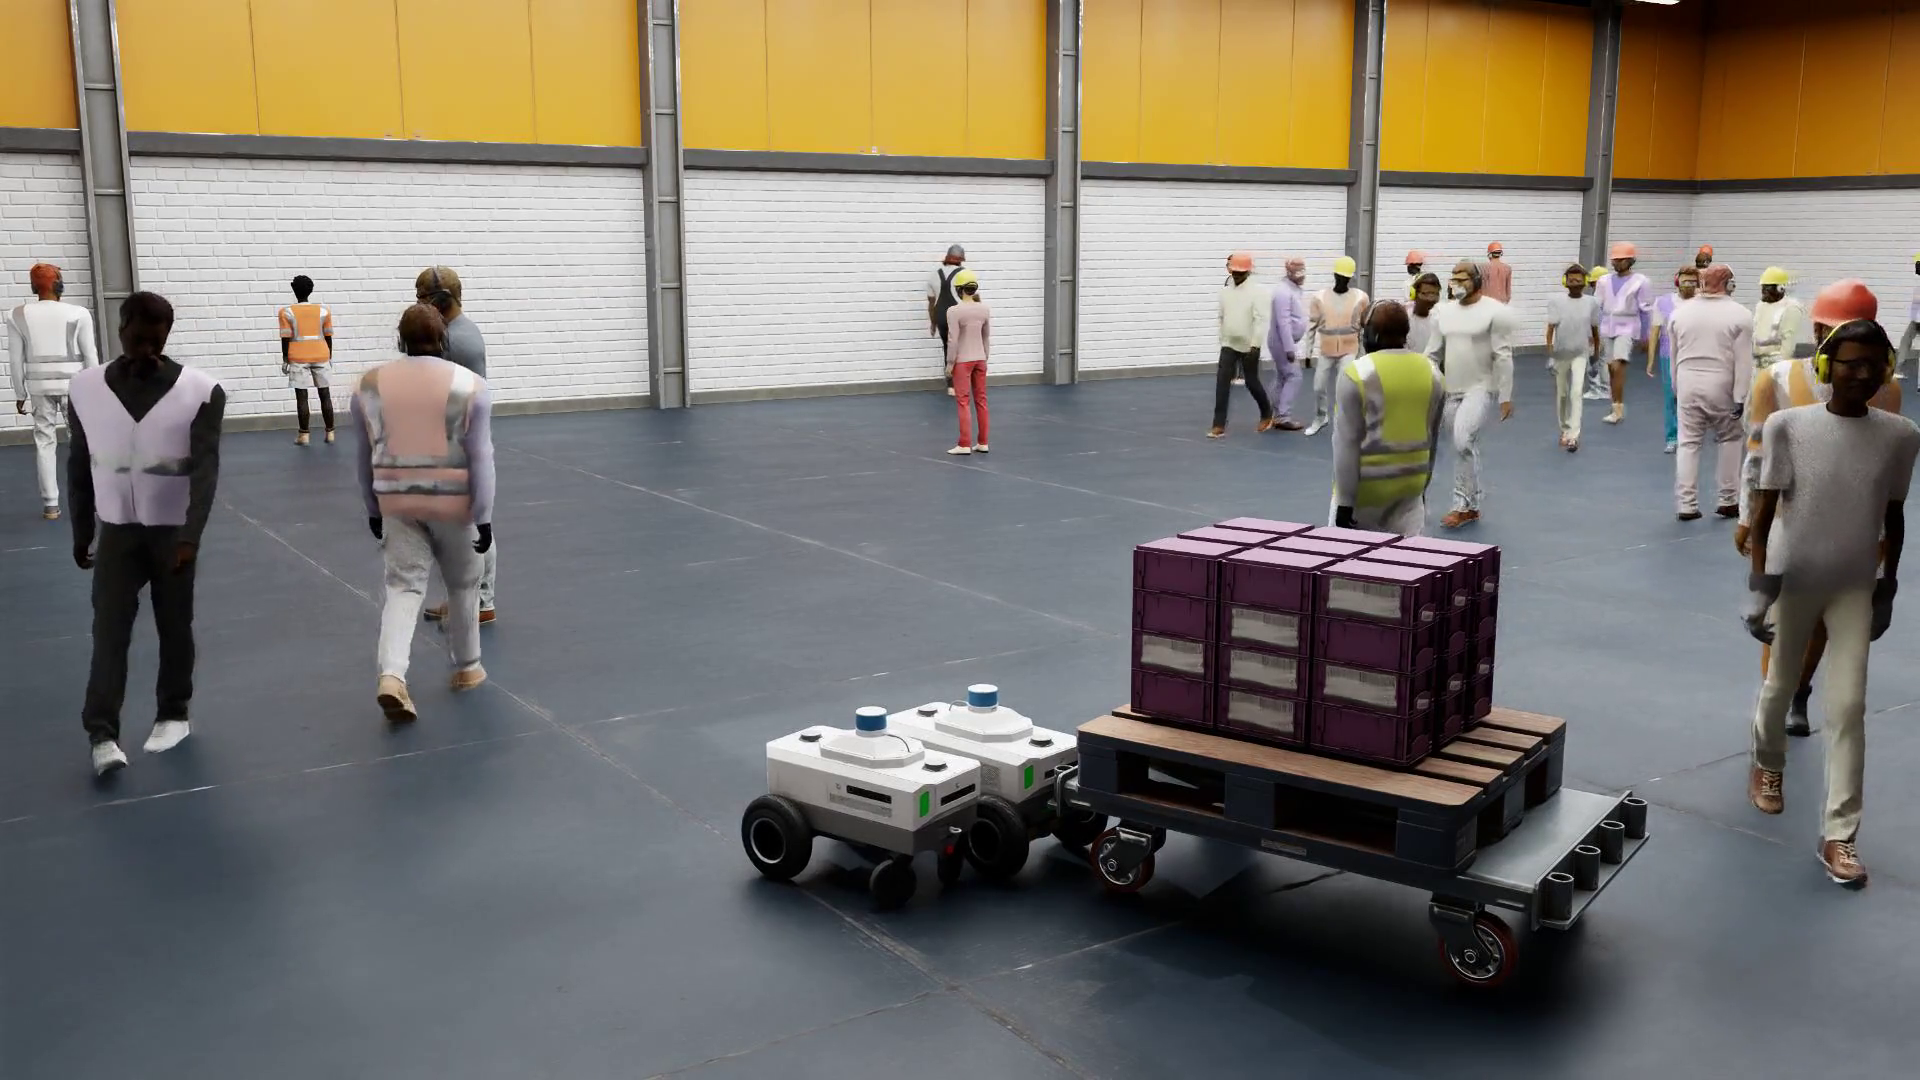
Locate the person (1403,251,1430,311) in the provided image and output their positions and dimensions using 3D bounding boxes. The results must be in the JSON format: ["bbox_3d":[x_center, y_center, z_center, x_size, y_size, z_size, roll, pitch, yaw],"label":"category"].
[{"bbox_3d":[6.205,-2.961,22.547,0.545,1.895,1.005,-5,12,-27],"label":"person"}]

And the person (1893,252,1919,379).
[{"bbox_3d":[14.030,-3.260,24.163,0.939,1.888,0.596,5,12,26],"label":"person"}]

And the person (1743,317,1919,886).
[{"bbox_3d":[2.938,0.150,5.674,0.517,1.826,0.985,4,11,19],"label":"person"}]

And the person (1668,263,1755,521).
[{"bbox_3d":[5.569,-1.091,12.292,0.642,1.881,0.761,10,14,43],"label":"person"}]

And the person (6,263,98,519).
[{"bbox_3d":[-6.687,-1.096,12.318,0.576,1.881,0.352,-4,11,-19],"label":"person"}]

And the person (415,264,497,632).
[{"bbox_3d":[-2.676,-0.484,8.826,0.371,1.933,0.627,-5,12,-27],"label":"person"}]

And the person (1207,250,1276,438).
[{"bbox_3d":[2.970,-2.051,17.398,0.601,1.954,0.914,8,13,38],"label":"person"}]

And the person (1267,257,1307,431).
[{"bbox_3d":[3.525,-2.090,17.826,0.486,1.868,0.650,4,11,19],"label":"person"}]

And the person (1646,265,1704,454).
[{"bbox_3d":[6.806,-1.680,15.728,0.572,1.809,0.842,6,12,31],"label":"person"}]

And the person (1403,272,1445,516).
[{"bbox_3d":[3.409,-1.121,12.625,0.513,1.828,0.753,0,10,2],"label":"person"}]

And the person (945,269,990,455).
[{"bbox_3d":[0.062,-1.694,15.910,0.528,1.767,0.330,-9,13,-40],"label":"person"}]

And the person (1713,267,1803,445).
[{"bbox_3d":[7.937,-1.778,16.330,0.922,1.782,0.616,-3,11,-15],"label":"person"}]

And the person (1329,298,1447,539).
[{"bbox_3d":[2.019,-0.245,7.908,0.644,1.795,0.975,-4,11,-22],"label":"person"}]

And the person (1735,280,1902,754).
[{"bbox_3d":[3.443,-0.076,6.672,0.556,1.898,0.889,4,11,20],"label":"person"}]

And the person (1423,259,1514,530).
[{"bbox_3d":[3.532,-1.027,11.831,0.762,1.910,0.664,-8,13,-37],"label":"person"}]

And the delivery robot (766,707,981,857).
[{"bbox_3d":[-0.285,0.785,5.388,0.707,0.478,0.477,7,13,35],"label":"delivery robot"}]

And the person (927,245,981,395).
[{"bbox_3d":[-0.038,-2.958,22.091,0.695,2.000,0.936,6,12,32],"label":"person"}]

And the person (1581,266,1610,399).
[{"bbox_3d":[8.179,-2.643,21.289,0.374,1.703,0.510,5,11,25],"label":"person"}]

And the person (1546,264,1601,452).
[{"bbox_3d":[6.001,-1.786,16.300,0.507,1.818,1.011,4,11,22],"label":"person"}]

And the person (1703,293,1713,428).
[{"bbox_3d":[8.183,-2.030,18.154,0.506,1.628,0.276,10,14,42],"label":"person"}]

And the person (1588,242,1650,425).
[{"bbox_3d":[7.259,-2.290,18.498,0.789,2.016,0.618,-7,13,-35],"label":"person"}]

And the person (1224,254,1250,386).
[{"bbox_3d":[3.867,-3.090,23.376,0.332,1.842,0.506,-6,12,-30],"label":"person"}]

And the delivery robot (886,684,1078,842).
[{"bbox_3d":[0.076,0.735,5.662,0.707,0.478,0.477,9,14,42],"label":"delivery robot"}]

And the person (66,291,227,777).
[{"bbox_3d":[-3.173,-0.020,6.478,0.631,1.863,0.869,-2,11,-13],"label":"person"}]

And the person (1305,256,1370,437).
[{"bbox_3d":[3.851,-1.944,16.960,0.613,1.895,0.748,3,11,17],"label":"person"}]

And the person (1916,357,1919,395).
[{"bbox_3d":[12.769,-2.786,21.714,0.404,1.833,0.590,2,10,9],"label":"person"}]

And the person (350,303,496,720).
[{"bbox_3d":[-2.351,-0.134,7.302,0.627,1.801,0.940,-1,10,-3],"label":"person"}]

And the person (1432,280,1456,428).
[{"bbox_3d":[5.305,-1.993,17.883,0.523,1.645,0.306,3,11,15],"label":"person"}]

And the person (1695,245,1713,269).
[{"bbox_3d":[12.544,-4.005,28.102,0.547,1.942,0.351,4,11,21],"label":"person"}]

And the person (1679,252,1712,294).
[{"bbox_3d":[11.393,-3.500,25.628,0.429,1.838,0.621,-8,13,-37],"label":"person"}]

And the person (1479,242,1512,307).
[{"bbox_3d":[8.804,-3.922,27.497,0.617,1.992,0.396,-3,11,-16],"label":"person"}]

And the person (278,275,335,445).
[{"bbox_3d":[-6.524,-1.793,16.642,0.533,1.697,0.322,-8,13,-36],"label":"person"}]
